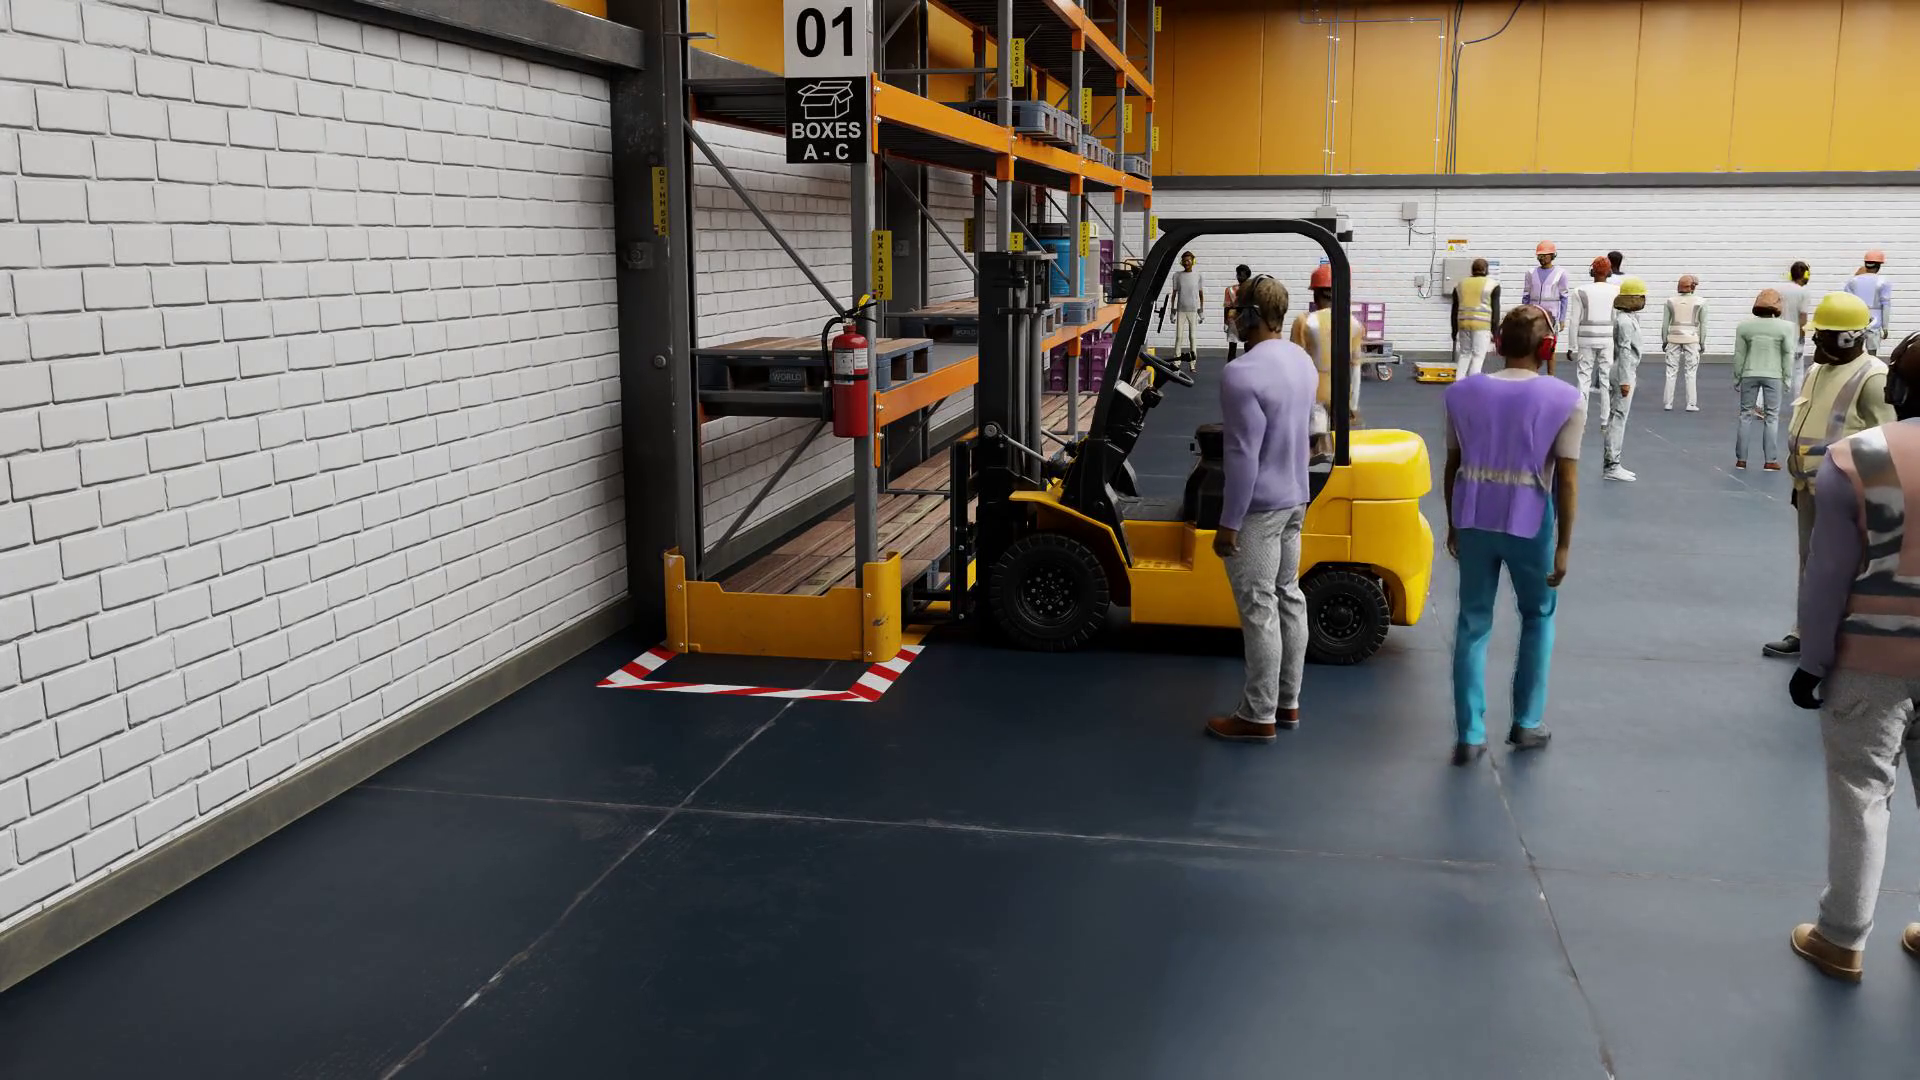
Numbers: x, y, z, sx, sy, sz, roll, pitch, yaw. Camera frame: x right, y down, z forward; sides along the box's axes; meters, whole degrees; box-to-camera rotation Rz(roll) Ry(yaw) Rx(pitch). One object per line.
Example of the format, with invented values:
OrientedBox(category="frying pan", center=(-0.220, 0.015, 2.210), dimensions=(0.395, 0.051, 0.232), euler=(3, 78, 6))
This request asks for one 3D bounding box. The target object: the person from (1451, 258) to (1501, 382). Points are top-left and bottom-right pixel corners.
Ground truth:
OrientedBox(category="person", center=(6.729, -2.761, 21.742), dimensions=(0.635, 1.814, 0.471), euler=(10, 14, 43))

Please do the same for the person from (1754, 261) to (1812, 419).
OrientedBox(category="person", center=(9.494, -2.285, 19.100), dimensions=(0.897, 1.826, 0.505), euler=(-5, 11, -25))

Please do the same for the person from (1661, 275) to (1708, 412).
OrientedBox(category="person", center=(8.689, -2.358, 19.981), dimensions=(0.515, 1.636, 0.315), euler=(7, 13, 35))

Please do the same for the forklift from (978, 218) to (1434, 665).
OrientedBox(category="forklift", center=(1.285, -0.567, 8.635), dimensions=(2.313, 2.155, 1.214), euler=(2, 11, 11))

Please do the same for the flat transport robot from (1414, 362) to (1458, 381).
OrientedBox(category="flat transport robot", center=(6.999, -2.457, 24.270), dimensions=(0.652, 0.197, 1.431), euler=(2, 11, 12))

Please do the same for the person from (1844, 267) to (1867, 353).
OrientedBox(category="person", center=(14.125, -3.471, 26.123), dimensions=(0.507, 1.627, 0.285), euler=(7, 13, 34))

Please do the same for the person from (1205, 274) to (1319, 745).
OrientedBox(category="person", center=(1.250, -0.122, 6.895), dimensions=(0.372, 1.939, 0.629), euler=(8, 13, 37))

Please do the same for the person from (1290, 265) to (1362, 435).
OrientedBox(category="person", center=(2.596, -1.043, 12.108), dimensions=(0.556, 1.891, 0.958), euler=(-5, 11, -25))

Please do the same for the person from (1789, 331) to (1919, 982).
OrientedBox(category="person", center=(2.652, 0.332, 4.673), dimensions=(0.634, 1.841, 0.429), euler=(0, 10, 3))

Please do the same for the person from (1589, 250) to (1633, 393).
OrientedBox(category="person", center=(8.686, -2.905, 22.233), dimensions=(0.599, 1.912, 0.496), euler=(-5, 11, -24))

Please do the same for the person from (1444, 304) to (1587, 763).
OrientedBox(category="person", center=(2.222, -0.032, 6.716), dimensions=(0.576, 1.819, 0.705), euler=(7, 12, 32))

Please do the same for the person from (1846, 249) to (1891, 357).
OrientedBox(category="person", center=(11.804, -2.810, 21.644), dimensions=(0.378, 1.932, 0.551), euler=(-9, 14, -42))

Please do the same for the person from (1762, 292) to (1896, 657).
OrientedBox(category="person", center=(4.208, -0.275, 8.033), dimensions=(0.403, 1.828, 0.593), euler=(-1, 10, -5))

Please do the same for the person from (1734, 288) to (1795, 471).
OrientedBox(category="person", center=(7.203, -1.435, 14.930), dimensions=(0.497, 1.633, 0.289), euler=(8, 13, 37))

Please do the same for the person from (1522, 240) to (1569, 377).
OrientedBox(category="person", center=(7.901, -3.030, 22.550), dimensions=(0.616, 2.041, 0.379), euler=(9, 13, 39))

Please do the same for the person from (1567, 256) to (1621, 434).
OrientedBox(category="person", center=(6.779, -2.069, 17.717), dimensions=(0.586, 1.882, 0.340), euler=(2, 11, 13))

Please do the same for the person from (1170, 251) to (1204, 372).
OrientedBox(category="person", center=(3.525, -3.537, 25.813), dimensions=(0.532, 1.866, 0.310), euler=(2, 11, 11))

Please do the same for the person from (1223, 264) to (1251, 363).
OrientedBox(category="person", center=(4.046, -3.105, 23.899), dimensions=(0.540, 1.698, 0.317), euler=(2, 11, 11))

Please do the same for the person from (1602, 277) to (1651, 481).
OrientedBox(category="person", center=(5.759, -1.387, 14.365), dimensions=(0.296, 1.743, 0.492), euler=(4, 11, 21))
